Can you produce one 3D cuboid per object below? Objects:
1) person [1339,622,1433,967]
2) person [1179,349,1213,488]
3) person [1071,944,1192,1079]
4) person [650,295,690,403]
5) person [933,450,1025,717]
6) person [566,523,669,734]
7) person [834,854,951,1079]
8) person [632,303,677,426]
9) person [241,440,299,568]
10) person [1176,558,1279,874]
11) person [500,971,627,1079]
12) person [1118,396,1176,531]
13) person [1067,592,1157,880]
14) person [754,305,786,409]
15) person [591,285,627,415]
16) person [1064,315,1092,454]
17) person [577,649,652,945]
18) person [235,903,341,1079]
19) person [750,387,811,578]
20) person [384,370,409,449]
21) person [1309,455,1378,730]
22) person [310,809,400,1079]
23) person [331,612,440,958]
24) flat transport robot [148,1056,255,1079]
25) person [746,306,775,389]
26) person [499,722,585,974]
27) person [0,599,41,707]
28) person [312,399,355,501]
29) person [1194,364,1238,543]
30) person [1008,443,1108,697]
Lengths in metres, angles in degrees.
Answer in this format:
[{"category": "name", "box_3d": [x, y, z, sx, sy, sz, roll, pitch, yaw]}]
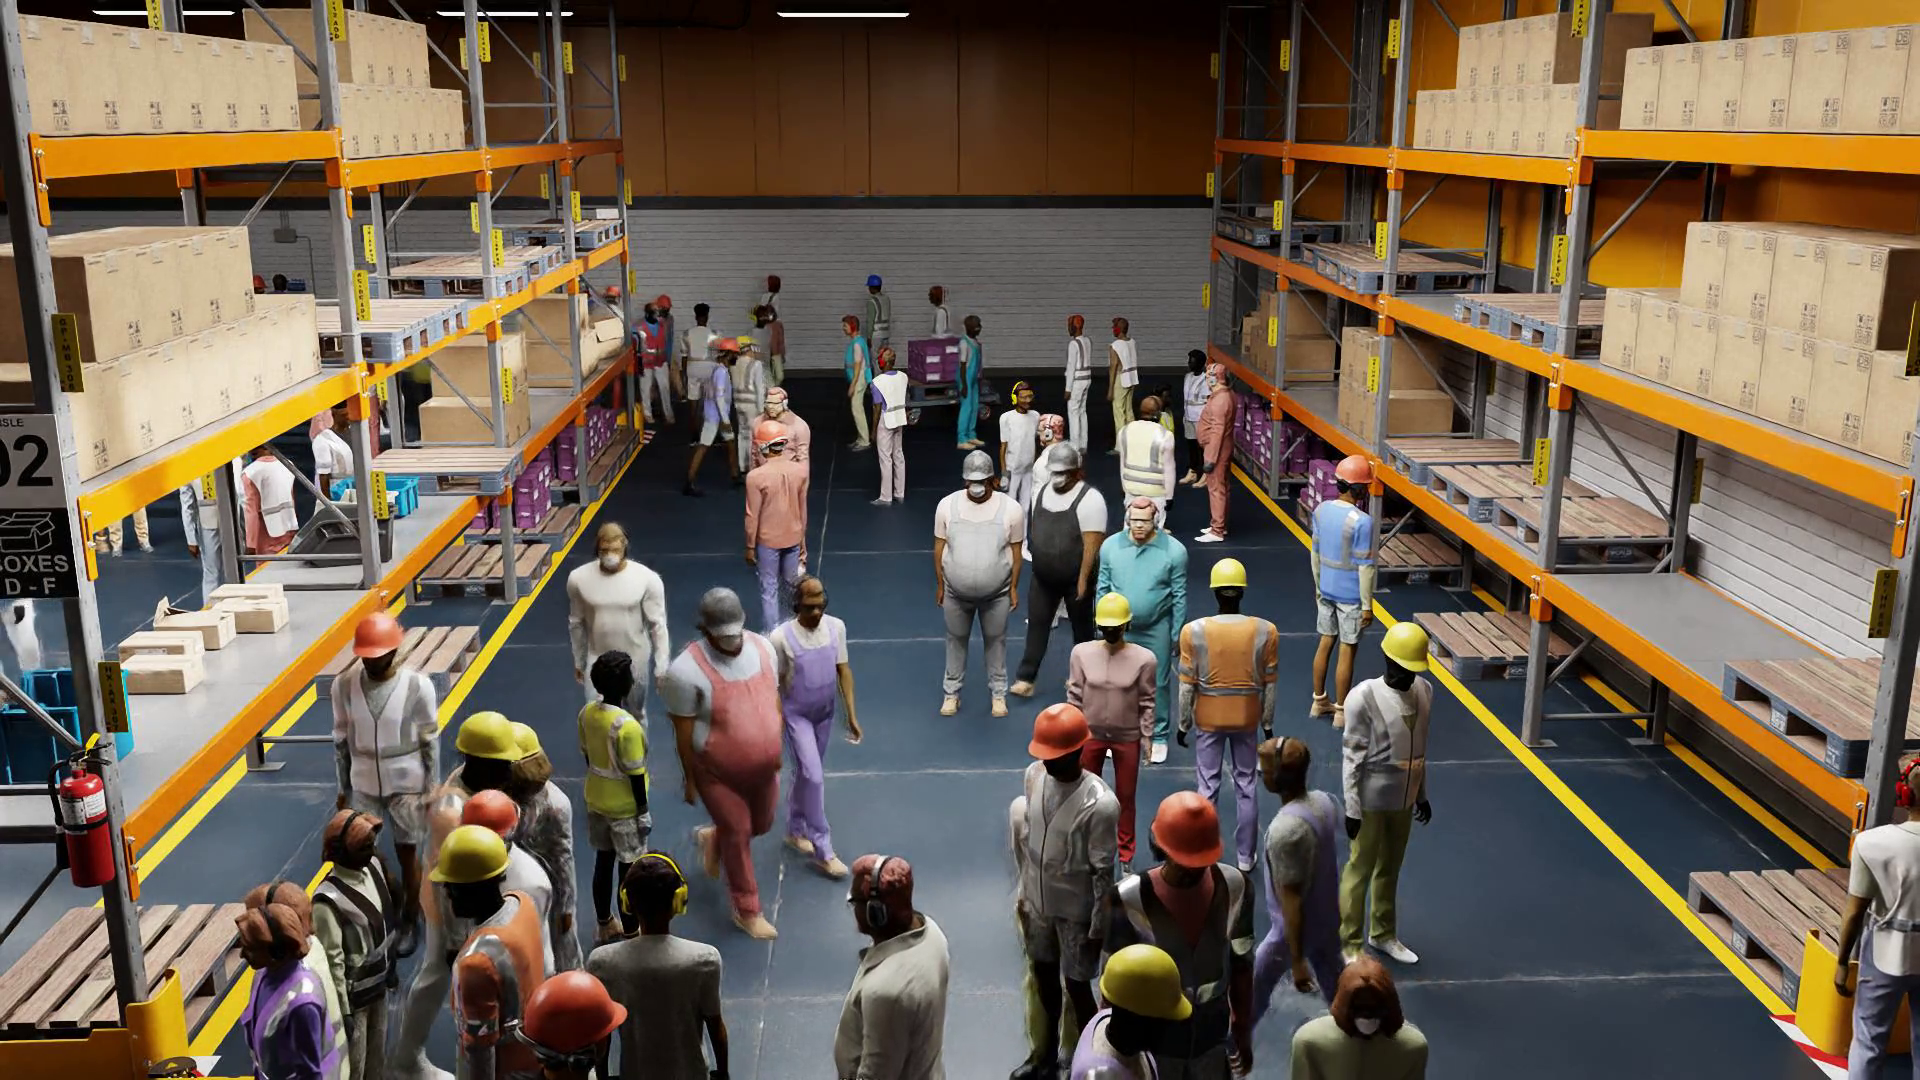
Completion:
[{"category": "person", "box_3d": [2.244, 1.343, 8.695, 0.585, 1.917, 0.382, -9, 17, -31]}, {"category": "person", "box_3d": [2.887, -1.480, 20.231, 0.319, 1.691, 0.536, -7, 16, -27]}, {"category": "person", "box_3d": [0.527, 2.185, 5.405, 0.399, 1.913, 0.591, 2, 14, 8]}, {"category": "person", "box_3d": [-4.590, -2.980, 26.077, 0.867, 1.700, 0.555, 10, 17, 34]}, {"category": "person", "box_3d": [0.133, 0.331, 12.421, 0.681, 2.000, 0.538, 1, 14, 4]}, {"category": "person", "box_3d": [-2.215, 0.824, 10.788, 0.659, 1.882, 1.023, -1, 14, -3]}, {"category": "person", "box_3d": [-0.253, 2.035, 6.028, 0.399, 1.893, 0.656, 3, 15, 11]}, {"category": "person", "box_3d": [-4.440, -2.550, 24.218, 0.632, 1.793, 0.921, -8, 16, -30]}, {"category": "person", "box_3d": [-5.855, -0.047, 14.176, 0.402, 1.909, 0.599, 3, 15, 13]}, {"category": "person", "box_3d": [1.571, 1.052, 9.835, 0.585, 1.918, 0.380, 0, 14, 1]}, {"category": "person", "box_3d": [-1.144, 2.232, 5.046, 0.611, 1.996, 0.379, 11, 18, 37]}, {"category": "person", "box_3d": [1.813, -0.476, 16.015, 0.619, 1.836, 0.432, 11, 18, 38]}, {"category": "person", "box_3d": [0.876, 1.155, 9.730, 0.522, 1.769, 0.317, 3, 15, 10]}, {"category": "person", "box_3d": [-2.921, -2.809, 25.570, 0.531, 1.619, 0.380, -7, 16, -26]}, {"category": "person", "box_3d": [-5.270, -2.845, 25.035, 0.665, 1.967, 0.612, 7, 16, 24]}, {"category": "person", "box_3d": [1.558, -2.052, 22.104, 0.359, 1.879, 0.586, 7, 16, 26]}, {"category": "person", "box_3d": [-1.819, 1.406, 8.882, 0.319, 1.698, 0.532, -13, 19, -42]}, {"category": "person", "box_3d": [-2.481, 2.113, 6.244, 0.315, 1.632, 0.523, -11, 18, -36]}, {"category": "person", "box_3d": [-1.760, -0.551, 16.179, 0.643, 1.900, 0.398, 6, 15, 22]}, {"category": "person", "box_3d": [-7.231, -1.732, 21.134, 0.327, 1.735, 0.490, -9, 17, -32]}, {"category": "person", "box_3d": [2.837, 0.380, 12.222, 0.374, 2.042, 0.615, -7, 16, -26]}, {"category": "person", "box_3d": [-2.534, 1.908, 7.028, 0.310, 1.640, 0.514, 1, 14, 3]}, {"category": "person", "box_3d": [-3.049, 1.300, 8.847, 0.577, 1.921, 0.401, 0, 14, -2]}, {"category": "flat transport robot", "box_3d": [-3.325, 2.625, 6.943, 0.652, 0.197, 1.431, 0, 14, -1]}, {"category": "person", "box_3d": [-2.755, -2.379, 23.471, 0.883, 1.832, 0.559, 13, 19, 42]}, {"category": "person", "box_3d": [-1.998, 1.668, 7.792, 0.488, 1.736, 0.362, 9, 17, 31]}, {"category": "person", "box_3d": [-7.196, 0.444, 12.409, 0.647, 1.820, 0.555, 1, 14, 5]}, {"category": "person", "box_3d": [-5.713, -0.414, 15.491, 0.361, 1.963, 0.615, 4, 15, 17]}, {"category": "person", "box_3d": [2.700, -0.923, 17.624, 0.406, 1.902, 0.636, 5, 15, 20]}, {"category": "person", "box_3d": [0.748, 0.230, 12.815, 0.699, 2.000, 0.860, 9, 17, 31]}]
